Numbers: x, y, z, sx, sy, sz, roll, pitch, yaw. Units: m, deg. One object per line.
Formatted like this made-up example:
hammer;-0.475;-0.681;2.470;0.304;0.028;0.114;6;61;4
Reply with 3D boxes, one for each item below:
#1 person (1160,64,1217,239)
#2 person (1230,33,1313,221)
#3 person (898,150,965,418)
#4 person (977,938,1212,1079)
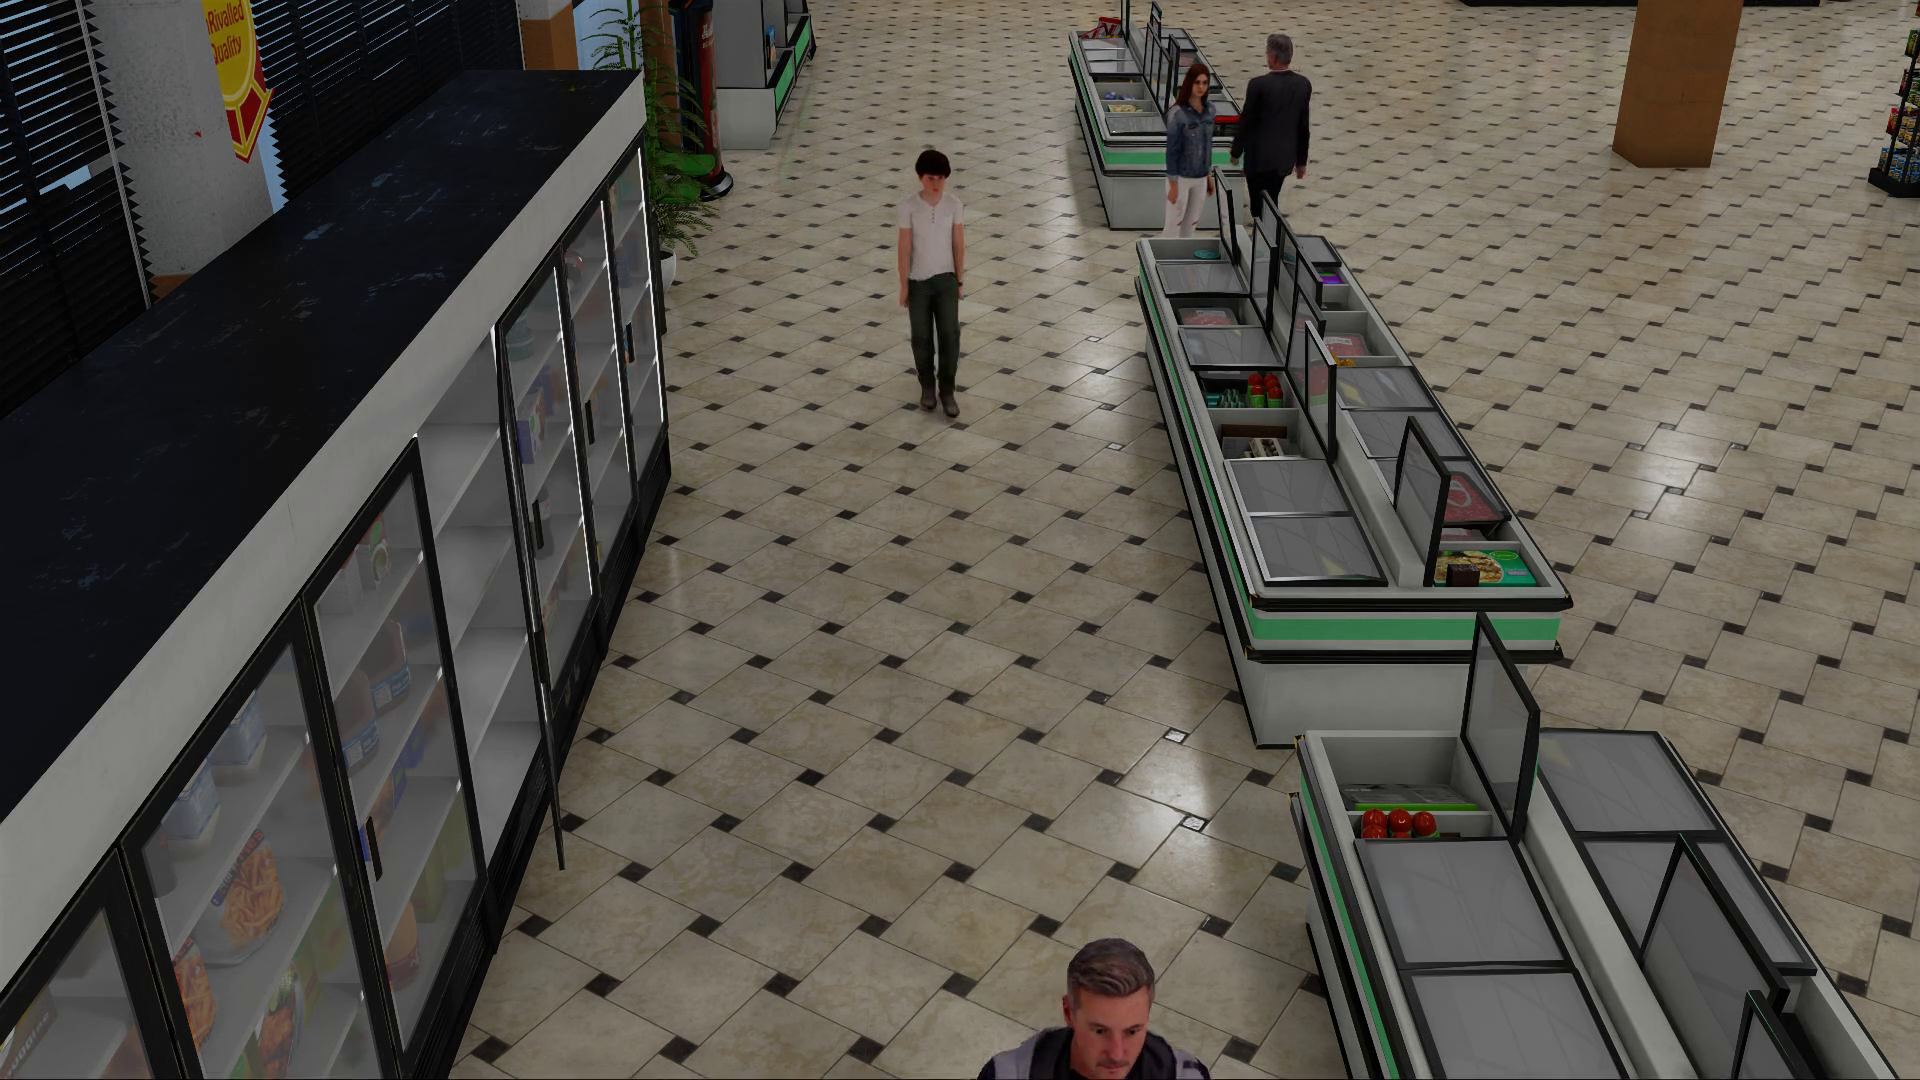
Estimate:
person;1.662;-2.647;12.236;0.683;1.699;0.707;-18;32;-32
person;2.351;-2.831;12.494;1.011;1.795;1.316;-10;29;-19
person;-0.193;-1.601;10.245;0.593;1.636;0.709;-2;27;-5
person;0.251;1.584;3.774;0.718;1.809;1.081;-2;27;-4
